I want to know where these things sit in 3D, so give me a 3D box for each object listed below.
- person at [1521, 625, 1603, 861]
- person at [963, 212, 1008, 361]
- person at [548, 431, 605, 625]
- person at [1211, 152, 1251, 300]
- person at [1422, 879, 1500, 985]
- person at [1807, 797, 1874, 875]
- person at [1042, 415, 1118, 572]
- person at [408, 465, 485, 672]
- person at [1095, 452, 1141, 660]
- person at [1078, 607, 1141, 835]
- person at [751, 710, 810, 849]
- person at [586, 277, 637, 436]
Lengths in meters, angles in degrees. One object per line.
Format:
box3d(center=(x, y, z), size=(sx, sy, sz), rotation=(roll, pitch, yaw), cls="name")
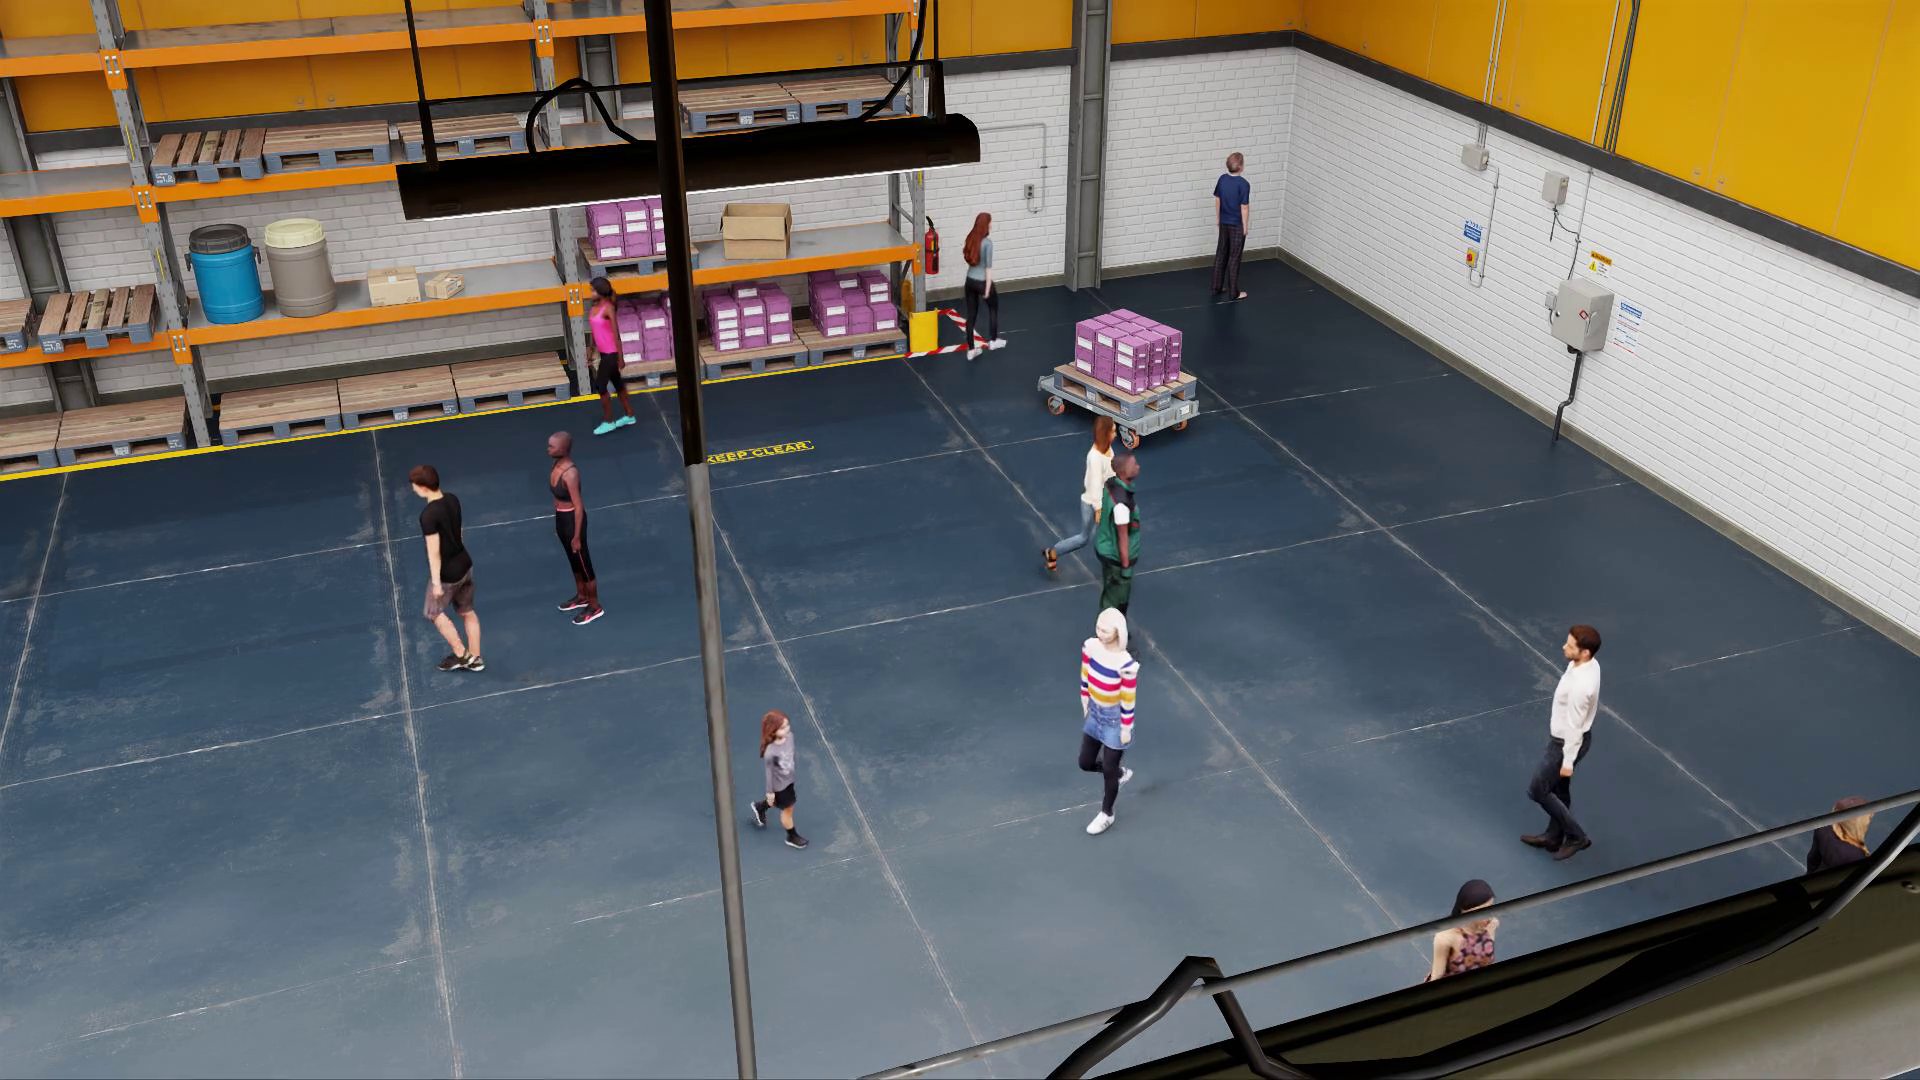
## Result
box3d(center=(4.201, 1.406, 11.245), size=(0.900, 1.854, 0.834), rotation=(16, 32, 26), cls="person")
box3d(center=(0.163, -2.926, 19.326), size=(0.799, 1.720, 0.941), rotation=(22, 36, 35), cls="person")
box3d(center=(-3.290, -0.129, 14.157), size=(0.609, 1.760, 0.645), rotation=(-18, 34, -30), cls="person")
box3d(center=(3.456, -4.001, 21.140), size=(0.693, 1.871, 0.731), rotation=(-24, 37, -37), cls="person")
box3d(center=(2.706, 2.571, 9.197), size=(0.630, 1.770, 0.762), rotation=(-15, 32, -26), cls="person")
box3d(center=(5.158, 2.221, 9.941), size=(0.578, 1.672, 0.630), rotation=(-5, 29, -8), cls="person")
box3d(center=(1.121, -0.331, 14.642), size=(1.137, 1.650, 1.029), rotation=(11, 30, 19), cls="person")
box3d(center=(-4.025, 0.255, 13.369), size=(0.843, 1.841, 0.834), rotation=(6, 29, 12), cls="person")
box3d(center=(1.294, 0.111, 13.634), size=(0.694, 1.839, 0.744), rotation=(-3, 29, -5), cls="person")
box3d(center=(1.106, 1.224, 11.635), size=(0.901, 1.799, 0.818), rotation=(-25, 37, -38), cls="person")
box3d(center=(-1.288, 1.639, 11.611), size=(0.777, 1.095, 0.731), rotation=(15, 32, 25), cls="person")
box3d(center=(-3.630, -1.983, 17.613), size=(0.791, 1.705, 0.632), rotation=(-16, 32, -26), cls="person")
